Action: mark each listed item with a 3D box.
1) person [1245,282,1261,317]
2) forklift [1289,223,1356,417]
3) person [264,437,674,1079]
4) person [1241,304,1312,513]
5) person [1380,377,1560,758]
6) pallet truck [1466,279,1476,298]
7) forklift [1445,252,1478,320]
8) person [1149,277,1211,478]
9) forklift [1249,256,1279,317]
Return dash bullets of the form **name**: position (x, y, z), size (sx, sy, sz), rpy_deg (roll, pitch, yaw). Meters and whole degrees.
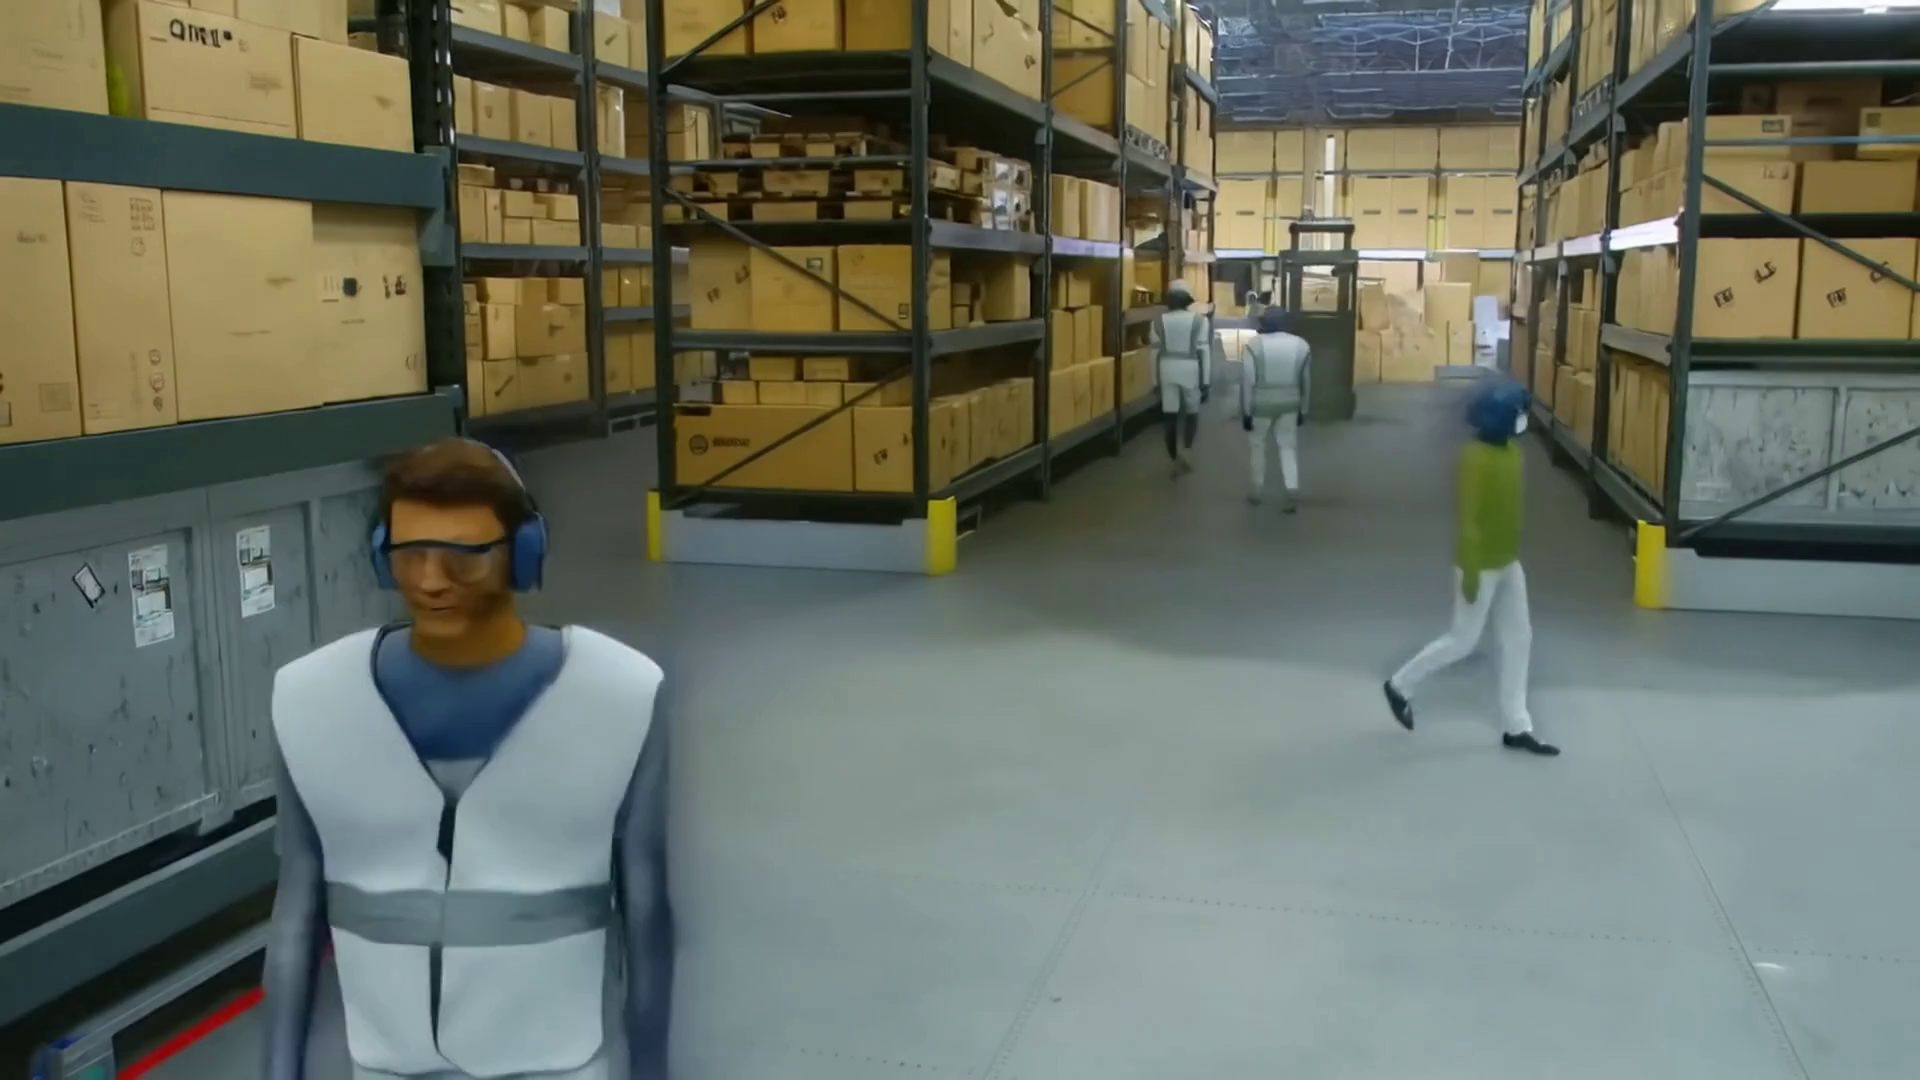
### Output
- **person**: position (10.931, -8.669, 62.012), size (0.578, 1.882, 0.380), rpy_deg (4, 10, 23)
- **forklift**: position (5.330, -3.293, 24.691), size (1.129, 2.768, 1.873), rpy_deg (2, 9, 15)
- **person**: position (-0.702, 0.738, 2.467), size (0.575, 1.816, 0.841), rpy_deg (0, 9, -3)
- **person**: position (2.752, -1.143, 14.458), size (0.637, 1.806, 0.931), rpy_deg (-1, 9, -7)
- **person**: position (2.218, 0.098, 7.144), size (0.504, 1.609, 0.736), rpy_deg (-9, 12, -43)
- **pallet truck**: position (18.896, -8.459, 60.307), size (1.885, 1.965, 0.823), rpy_deg (5, 10, 31)
- **forklift**: position (15.464, -7.504, 51.449), size (1.129, 2.768, 1.873), rpy_deg (-2, 9, -11)
- **person**: position (2.233, -1.635, 16.852), size (0.645, 2.027, 0.477), rpy_deg (3, 9, 16)
- **forklift**: position (11.325, -9.117, 61.693), size (1.129, 2.768, 1.873), rpy_deg (2, 9, 15)
